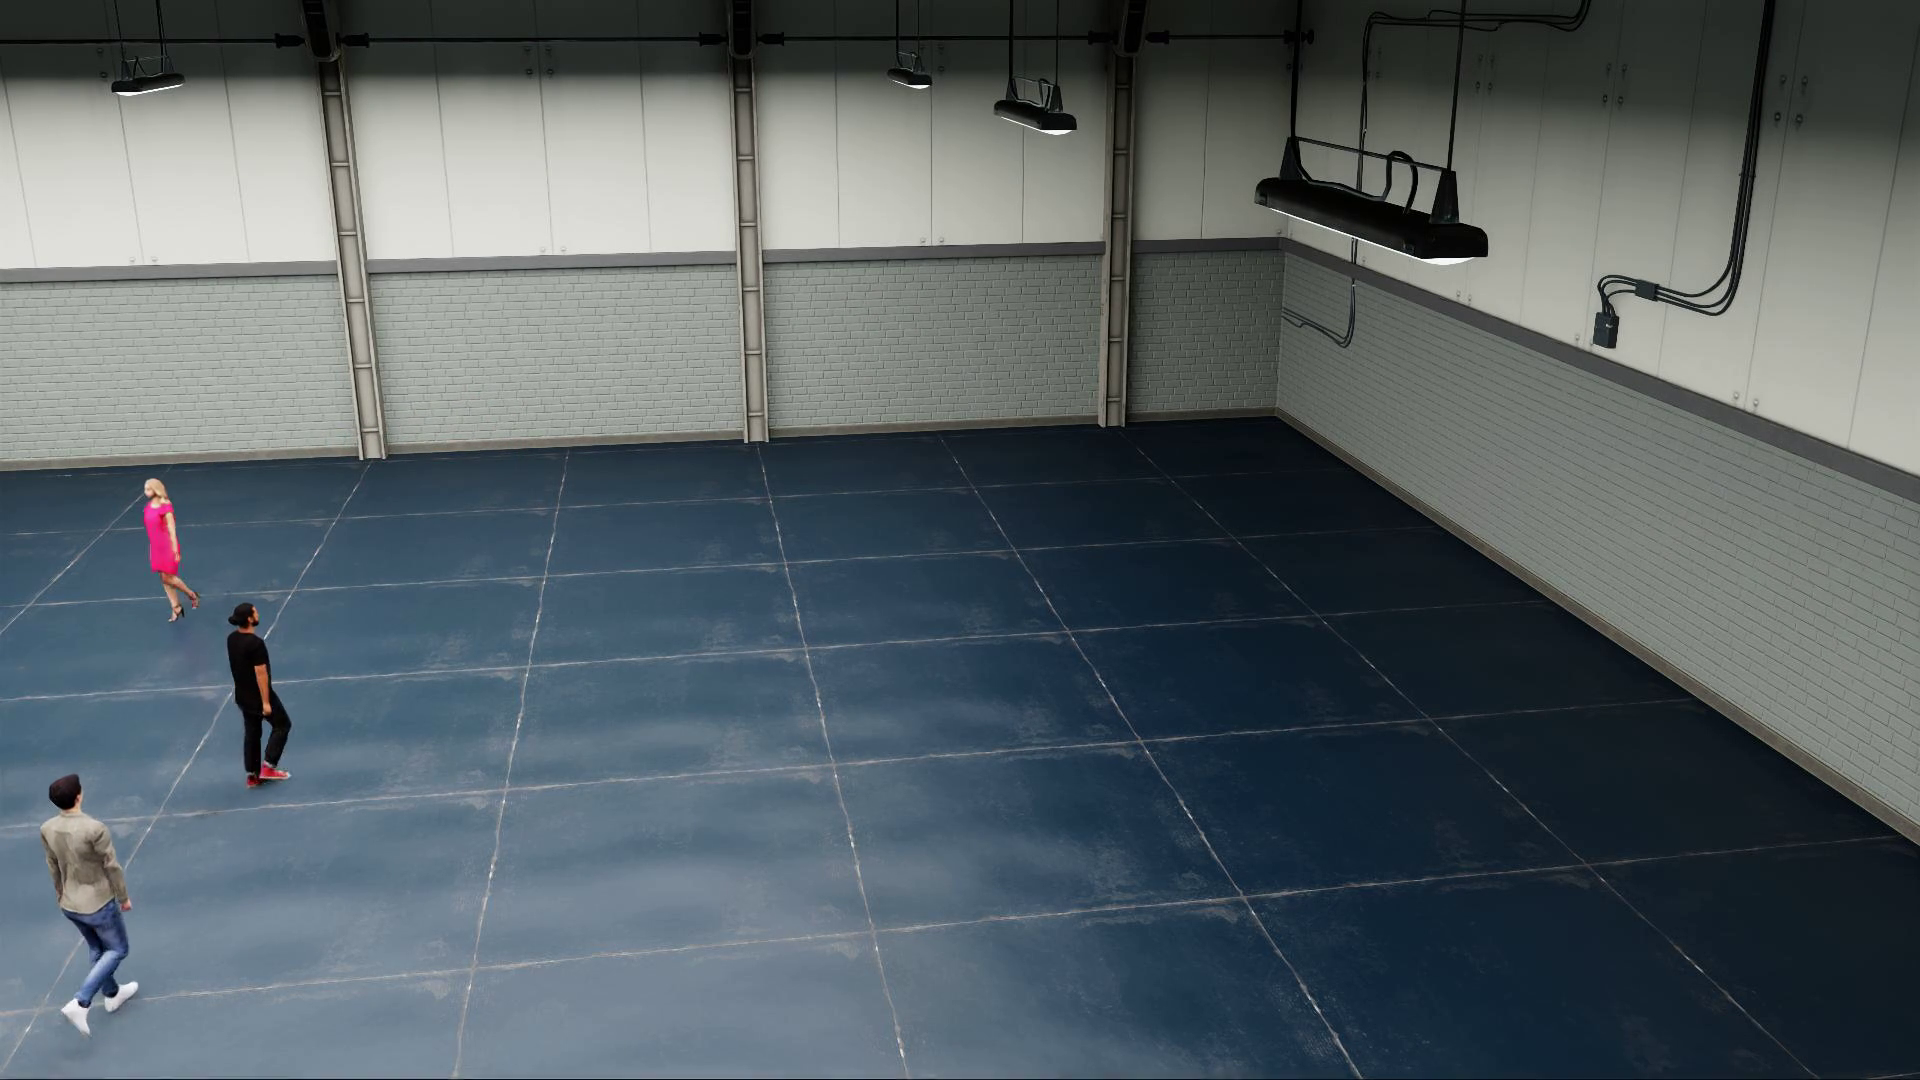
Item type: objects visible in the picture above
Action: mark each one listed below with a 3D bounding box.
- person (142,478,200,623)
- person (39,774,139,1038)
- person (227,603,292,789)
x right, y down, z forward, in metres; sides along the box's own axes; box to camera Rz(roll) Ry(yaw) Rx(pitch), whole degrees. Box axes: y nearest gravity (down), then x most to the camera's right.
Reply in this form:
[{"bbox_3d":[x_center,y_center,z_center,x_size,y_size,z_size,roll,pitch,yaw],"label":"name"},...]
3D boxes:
[{"bbox_3d":[-9.067,0.096,19.126,0.814,1.719,0.861,10,20,27],"label":"person"},{"bbox_3d":[-6.044,2.524,11.455,1.040,1.852,1.010,5,19,14],"label":"person"},{"bbox_3d":[-6.416,1.434,14.976,0.769,1.745,0.836,11,21,30],"label":"person"}]
